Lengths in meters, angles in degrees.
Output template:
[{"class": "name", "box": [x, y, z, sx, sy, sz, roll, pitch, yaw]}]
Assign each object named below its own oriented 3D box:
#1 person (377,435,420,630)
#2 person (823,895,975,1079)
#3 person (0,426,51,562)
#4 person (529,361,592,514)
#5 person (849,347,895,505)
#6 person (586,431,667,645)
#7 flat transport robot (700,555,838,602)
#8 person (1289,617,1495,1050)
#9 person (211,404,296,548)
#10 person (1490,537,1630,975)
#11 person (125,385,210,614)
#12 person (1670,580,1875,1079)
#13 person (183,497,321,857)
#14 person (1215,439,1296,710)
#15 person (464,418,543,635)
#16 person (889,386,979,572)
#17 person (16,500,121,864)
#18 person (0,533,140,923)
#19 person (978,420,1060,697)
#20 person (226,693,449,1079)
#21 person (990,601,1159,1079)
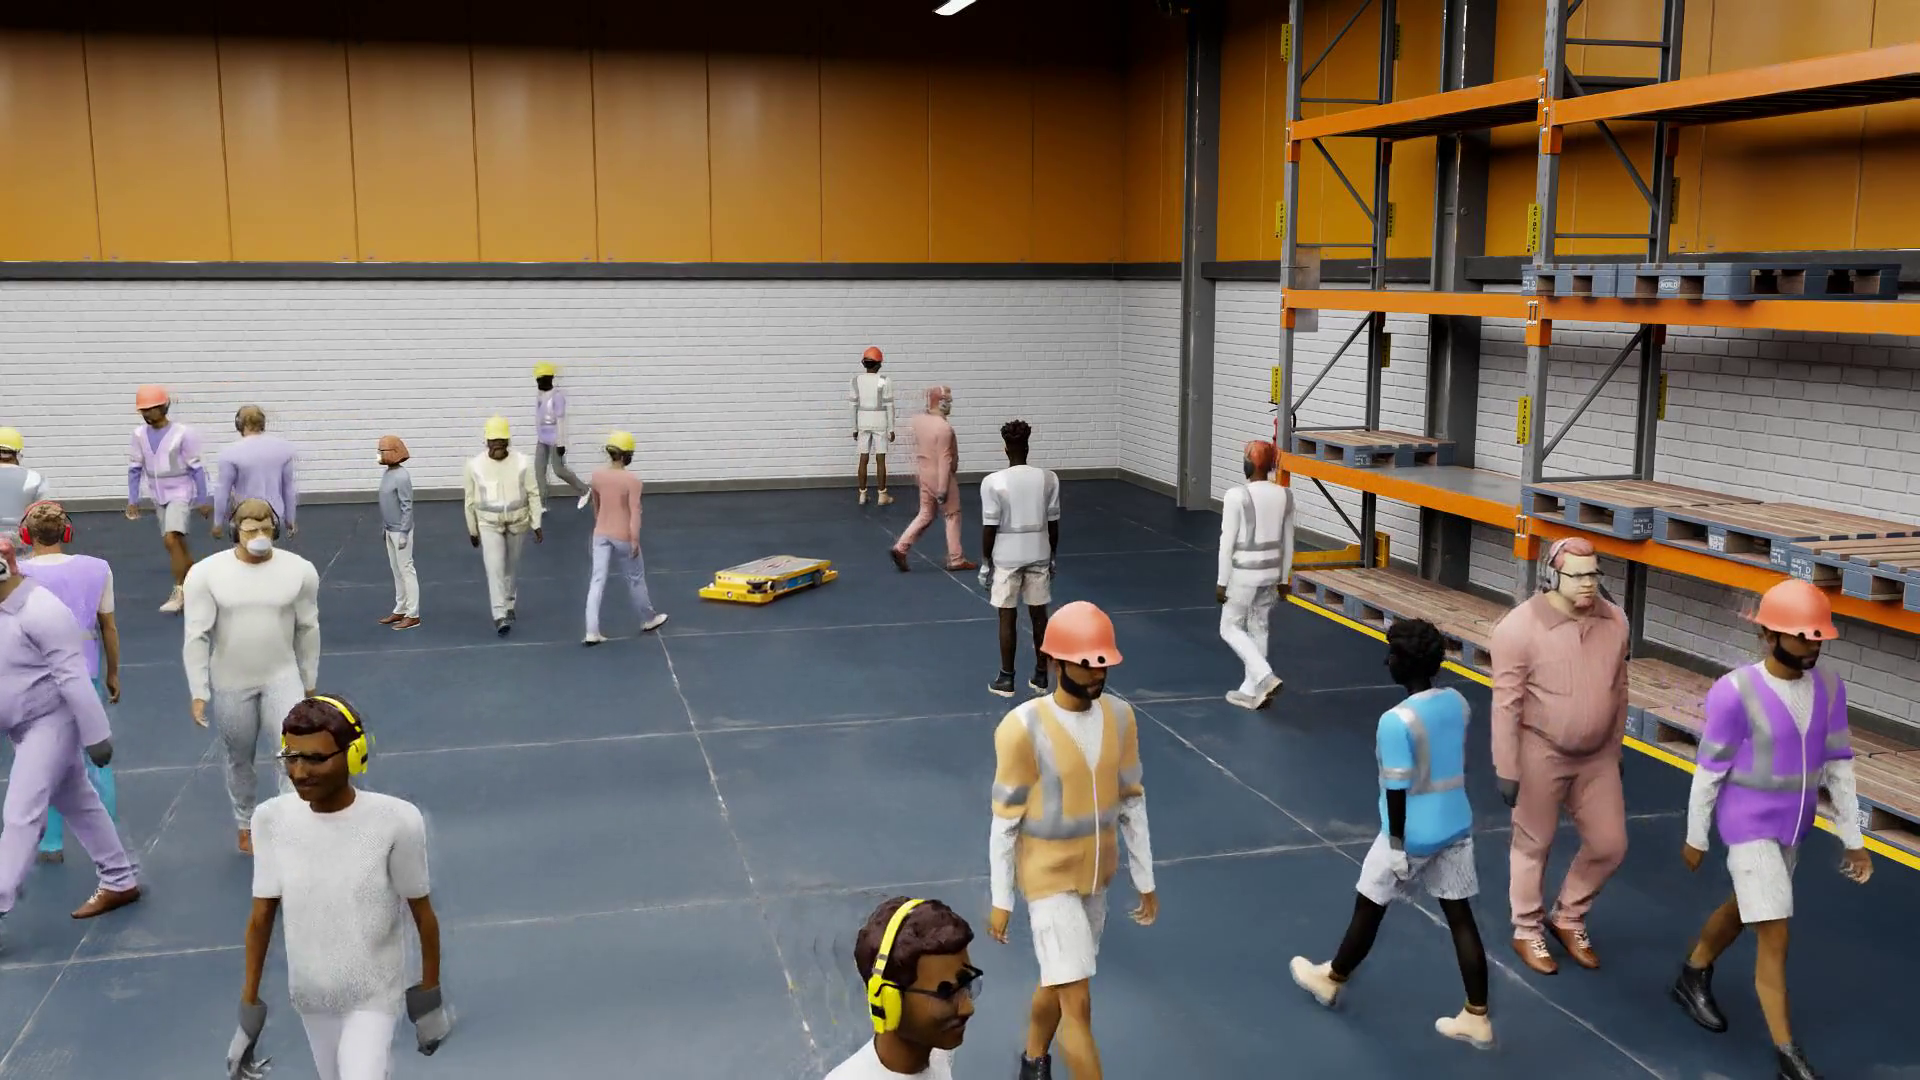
[{"class": "person", "box": [-4.748, -0.068, 14.007, 0.278, 1.634, 0.497, -7, 11, -36]}, {"class": "person", "box": [-0.178, 1.561, 3.256, 0.939, 1.834, 0.503, 5, 11, 30]}, {"class": "person", "box": [-7.285, 0.035, 12.803, 0.612, 1.813, 0.443, -3, 10, -19]}, {"class": "person", "box": [-5.050, -1.284, 20.779, 0.828, 1.903, 0.591, -8, 12, -42]}, {"class": "person", "box": [-1.120, -1.468, 21.475, 0.607, 2.044, 0.375, 3, 10, 18]}, {"class": "person", "box": [-2.778, -0.031, 13.548, 0.525, 1.706, 0.949, 4, 10, 22]}, {"class": "flat transport robot", "box": [-1.776, 0.350, 15.644, 0.652, 0.197, 1.431, 4, 10, 25]}, {"class": "person", "box": [1.753, 1.118, 6.544, 0.551, 1.654, 0.873, -7, 11, -37]}, {"class": "person", "box": [-5.813, -0.160, 13.729, 0.482, 1.914, 0.632, 5, 10, 28]}, {"class": "person", "box": [2.551, 0.920, 7.035, 0.679, 1.888, 0.462, -2, 9, -13]}, {"class": "person", "box": [-7.012, -0.355, 14.631, 0.615, 2.002, 0.825, 3, 9, 16]}, {"class": "person", "box": [3.003, 1.060, 6.221, 0.547, 1.891, 1.008, -3, 10, -20]}, {"class": "person", "box": [-3.481, 0.730, 8.253, 0.655, 1.880, 1.031, -5, 10, -29]}, {"class": "person", "box": [2.016, 0.256, 11.250, 0.591, 1.872, 0.576, -5, 10, -29]}, {"class": "person", "box": [-3.806, -0.125, 13.899, 0.599, 1.785, 0.929, -4, 10, -23]}, {"class": "person", "box": [-0.265, -0.599, 16.585, 0.849, 1.876, 0.647, -5, 11, -30]}, {"class": "person", "box": [-4.559, 0.720, 8.433, 0.569, 1.845, 0.384, -8, 12, -42]}, {"class": "person", "box": [-4.220, 0.880, 7.430, 0.671, 1.843, 1.041, 7, 12, 39]}, {"class": "person", "box": [0.418, 0.132, 11.752, 0.600, 1.959, 0.375, -3, 10, -20]}, {"class": "person", "box": [-1.758, 1.338, 4.598, 0.504, 1.836, 0.849, 2, 9, 11]}, {"class": "person", "box": [0.453, 1.155, 5.545, 0.569, 1.896, 0.930, -7, 11, -36]}]
